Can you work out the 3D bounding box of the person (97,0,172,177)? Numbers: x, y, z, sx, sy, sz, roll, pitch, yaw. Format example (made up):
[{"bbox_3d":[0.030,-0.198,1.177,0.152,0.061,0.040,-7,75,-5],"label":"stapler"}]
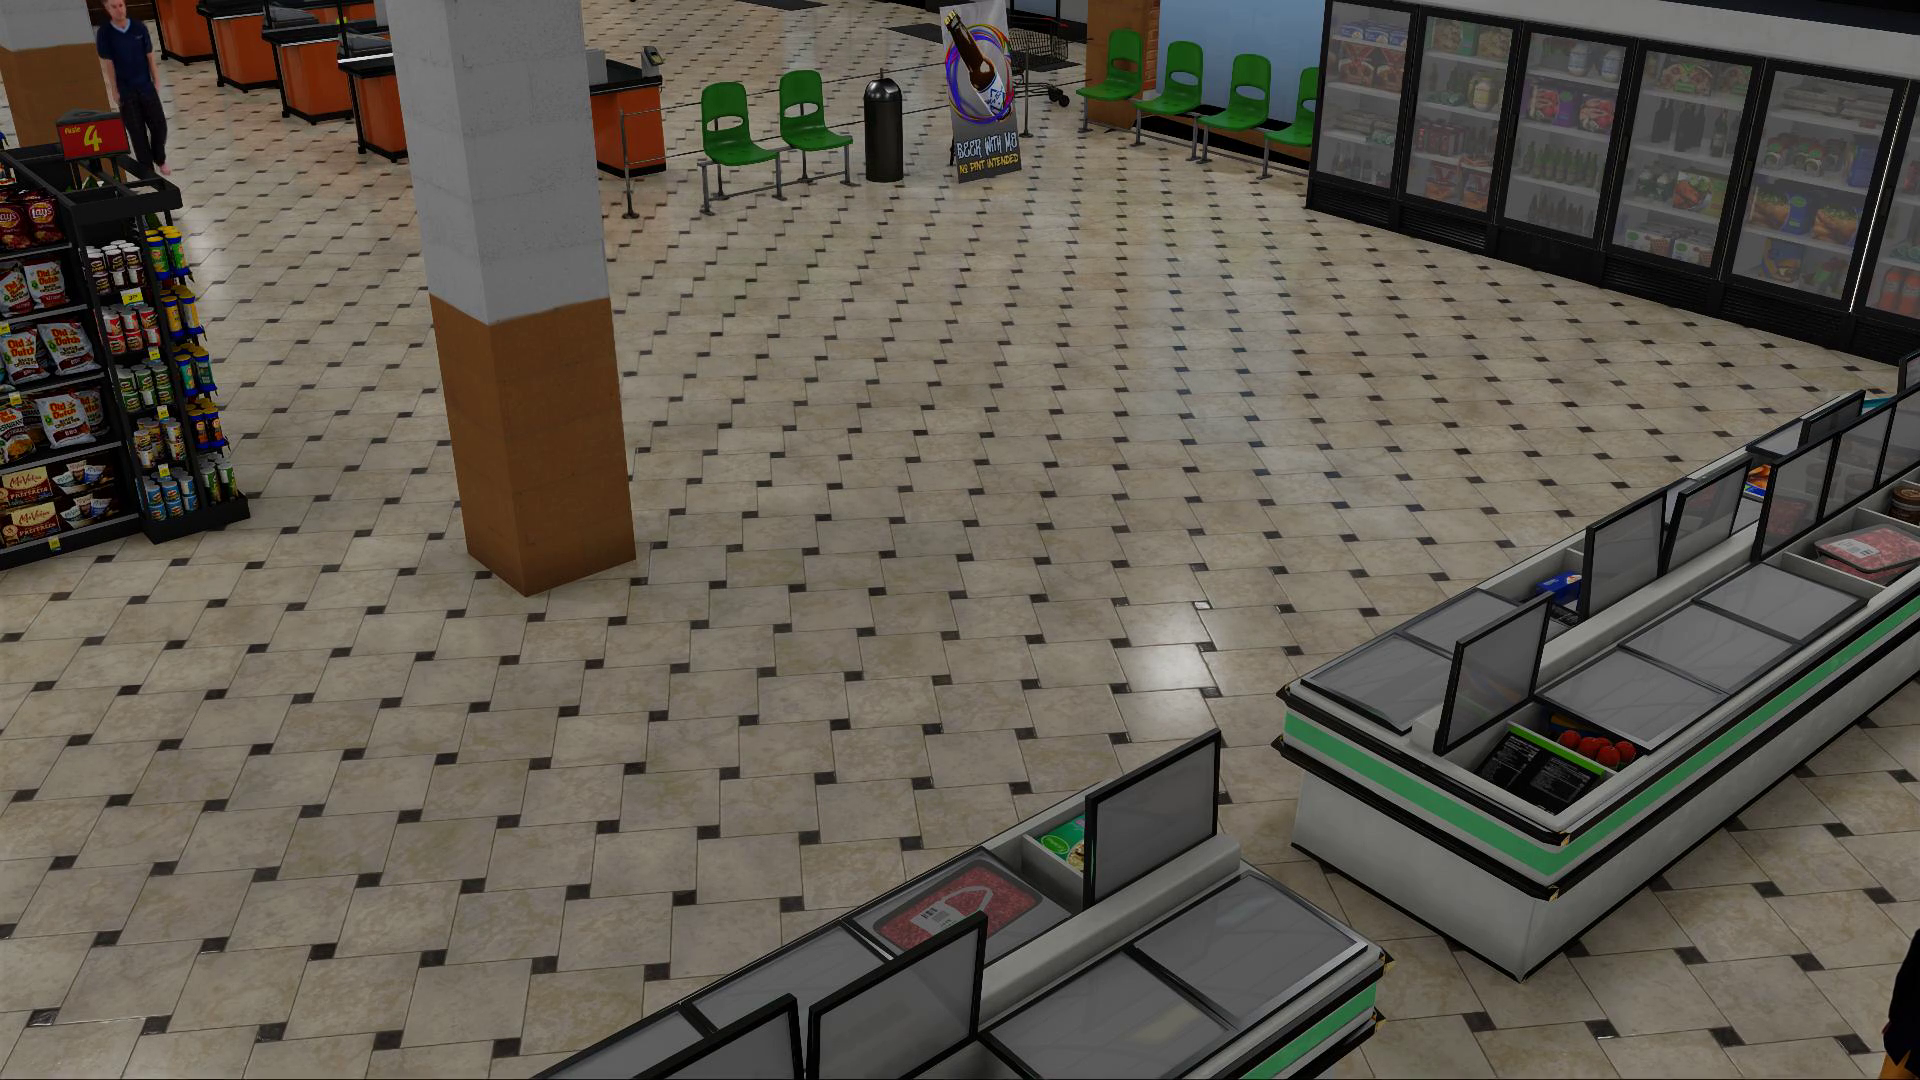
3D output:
[{"bbox_3d":[-8.146,-4.434,16.346,0.627,1.854,0.730,-20,33,-33],"label":"person"}]
